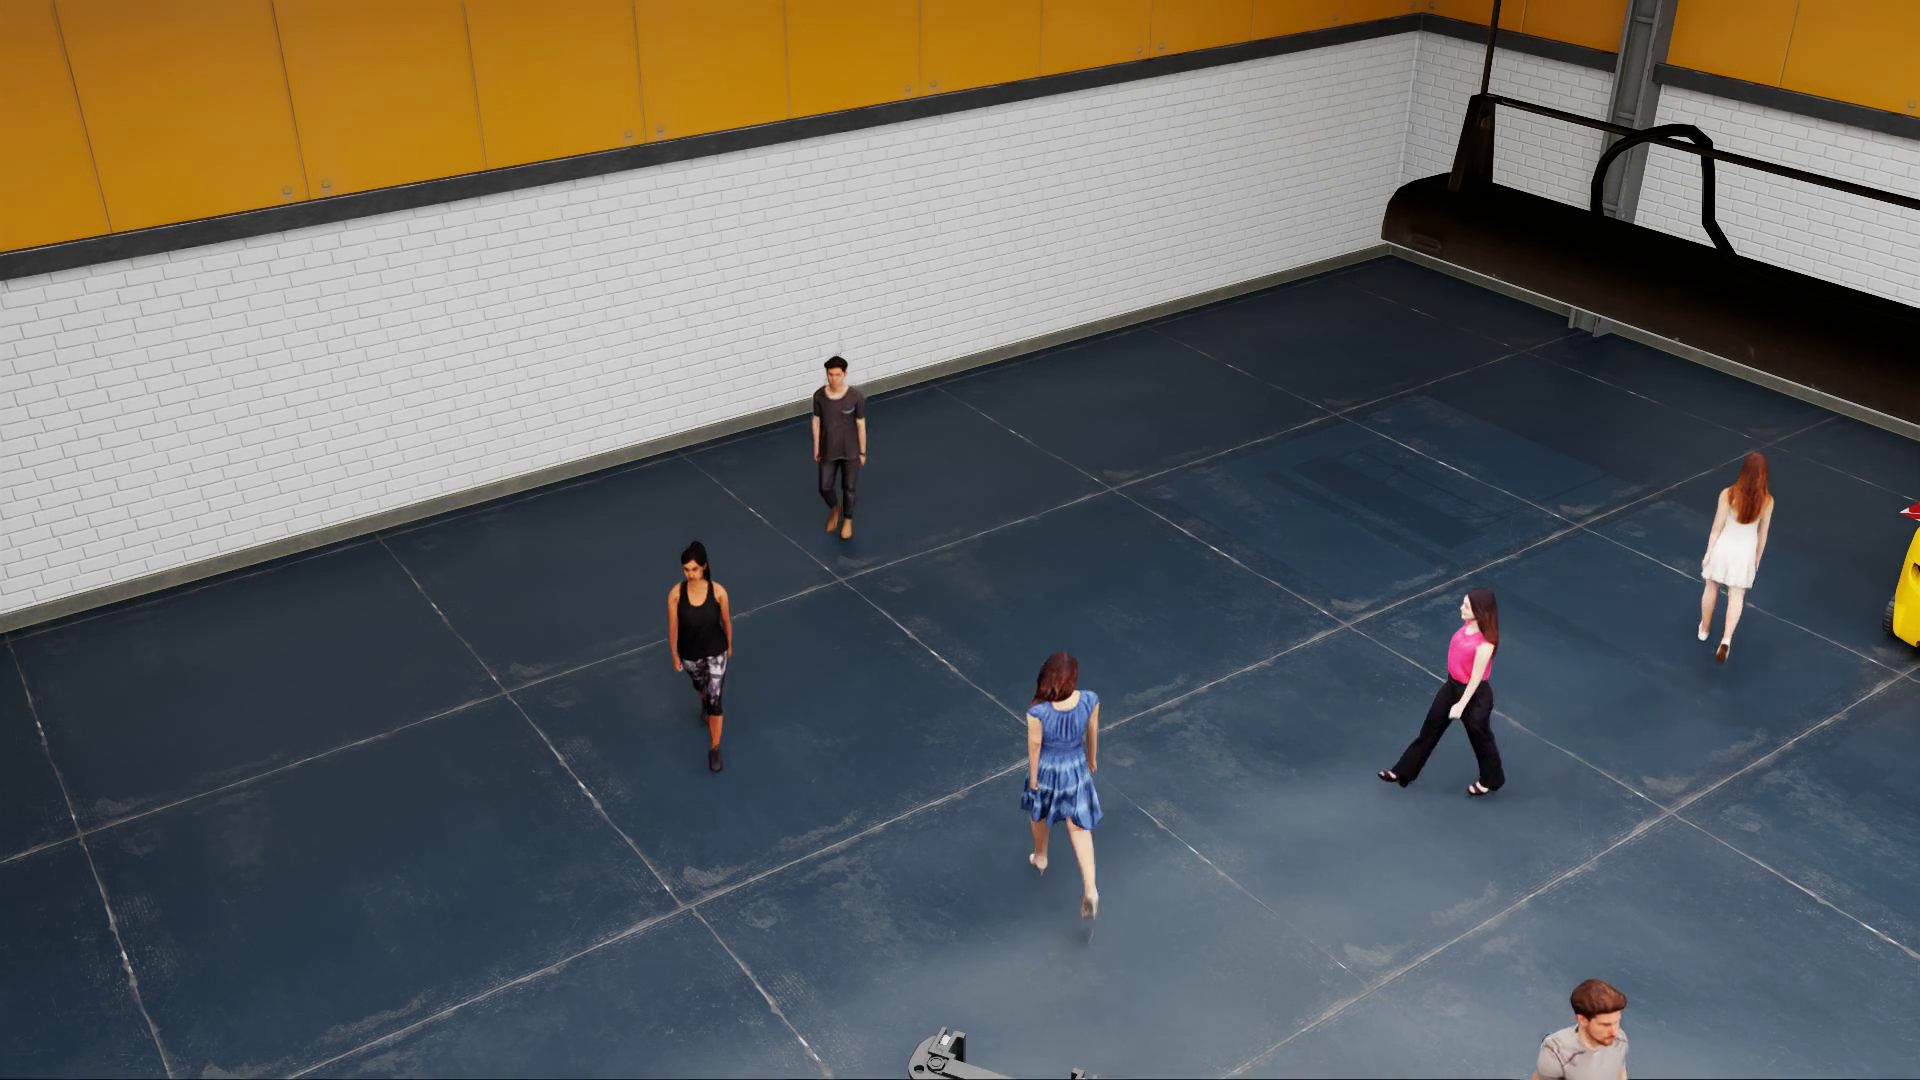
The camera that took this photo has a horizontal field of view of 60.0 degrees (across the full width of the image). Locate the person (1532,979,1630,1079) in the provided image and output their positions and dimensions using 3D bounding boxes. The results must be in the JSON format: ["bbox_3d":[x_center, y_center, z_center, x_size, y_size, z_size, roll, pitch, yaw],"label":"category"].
[{"bbox_3d":[2.794,2.758,7.868,0.787,1.844,1.225,-13,31,-23],"label":"person"}]

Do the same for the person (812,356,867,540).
[{"bbox_3d":[-1.052,-0.852,14.629,0.746,1.708,0.794,3,29,6],"label":"person"}]

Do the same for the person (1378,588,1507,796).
[{"bbox_3d":[3.481,1.075,11.197,1.019,1.611,1.113,-2,29,-4],"label":"person"}]

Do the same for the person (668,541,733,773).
[{"bbox_3d":[-1.833,0.740,11.804,0.959,1.618,1.188,-2,29,-5],"label":"person"}]

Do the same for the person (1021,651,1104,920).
[{"bbox_3d":[0.654,1.526,10.192,0.866,1.782,1.191,-8,30,-15],"label":"person"}]

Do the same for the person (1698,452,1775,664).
[{"bbox_3d":[5.953,0.156,12.800,1.020,1.690,0.967,11,30,19],"label":"person"}]
